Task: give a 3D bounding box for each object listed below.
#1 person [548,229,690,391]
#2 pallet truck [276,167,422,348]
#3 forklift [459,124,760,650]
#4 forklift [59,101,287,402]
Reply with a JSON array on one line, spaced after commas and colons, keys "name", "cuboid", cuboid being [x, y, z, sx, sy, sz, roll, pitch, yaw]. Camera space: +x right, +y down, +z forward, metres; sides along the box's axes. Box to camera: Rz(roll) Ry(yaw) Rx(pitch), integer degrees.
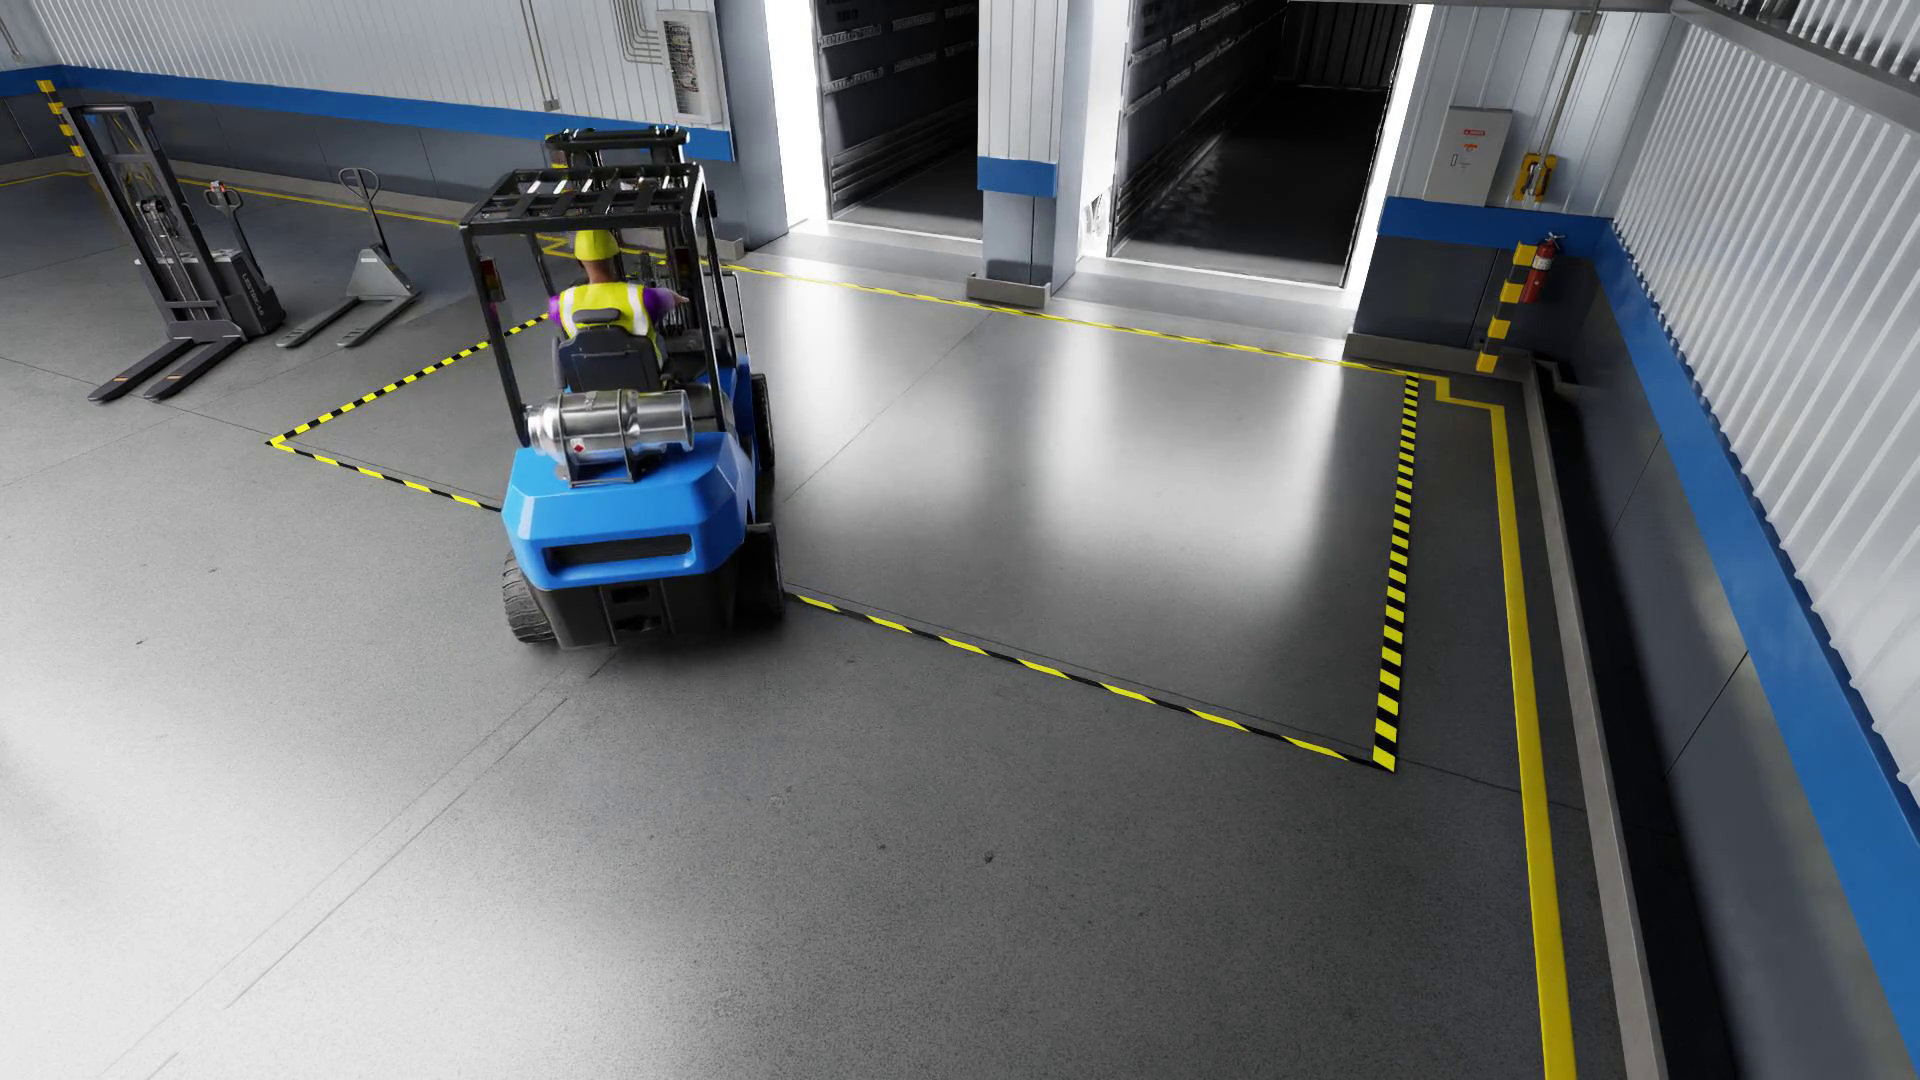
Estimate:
[{"name": "person", "cuboid": [-1.827, -1.184, 5.076, 0.635, 1.293, 1.004, -6, 35, -8]}, {"name": "pallet truck", "cuboid": [-5.732, -2.611, 8.414, 0.680, 1.201, 1.601, -1, 35, -1]}, {"name": "forklift", "cuboid": [-1.823, -0.996, 5.134, 1.157, 2.036, 2.680, -6, 35, -8]}, {"name": "forklift", "cuboid": [-6.686, -2.387, 7.434, 0.823, 1.965, 1.885, -3, 35, -5]}]
